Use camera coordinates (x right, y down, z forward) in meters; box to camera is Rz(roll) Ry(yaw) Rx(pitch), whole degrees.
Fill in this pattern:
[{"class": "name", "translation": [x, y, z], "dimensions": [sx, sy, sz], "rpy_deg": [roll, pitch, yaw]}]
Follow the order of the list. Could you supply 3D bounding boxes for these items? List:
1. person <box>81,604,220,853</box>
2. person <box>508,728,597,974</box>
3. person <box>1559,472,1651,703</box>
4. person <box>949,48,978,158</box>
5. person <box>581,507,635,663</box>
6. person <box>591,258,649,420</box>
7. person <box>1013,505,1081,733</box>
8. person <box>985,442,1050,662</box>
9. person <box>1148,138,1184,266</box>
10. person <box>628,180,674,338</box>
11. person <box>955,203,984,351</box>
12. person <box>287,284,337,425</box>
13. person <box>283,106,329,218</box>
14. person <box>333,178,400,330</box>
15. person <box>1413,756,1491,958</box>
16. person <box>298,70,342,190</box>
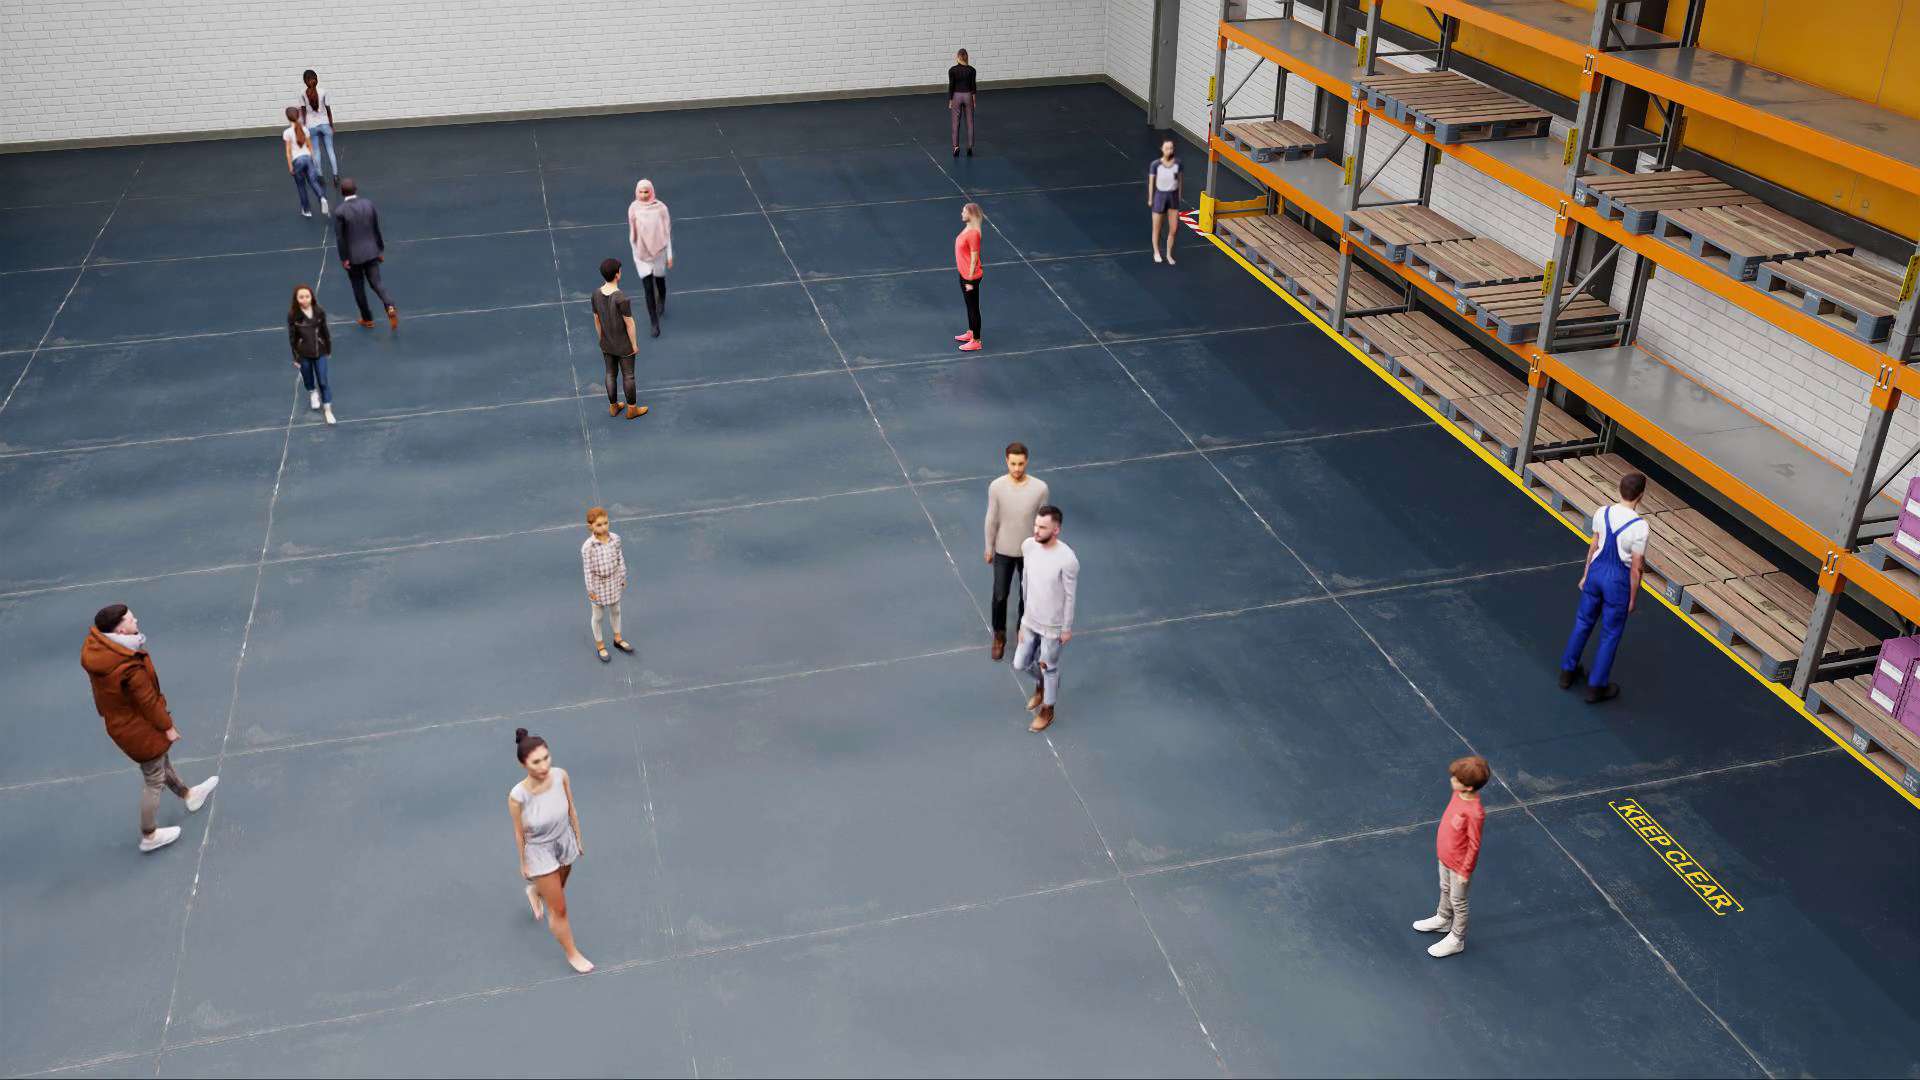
[{"class": "person", "translation": [-5.471, 1.273, 10.959], "dimensions": [1.040, 1.809, 1.079], "rpy_deg": [18, 33, 30]}, {"class": "person", "translation": [-2.549, 1.852, 10.136], "dimensions": [1.076, 1.581, 0.907], "rpy_deg": [24, 36, 36]}, {"class": "person", "translation": [4.921, 0.341, 12.632], "dimensions": [0.766, 1.844, 0.645], "rpy_deg": [-18, 33, -29]}, {"class": "person", "translation": [0.040, -6.815, 25.931], "dimensions": [0.620, 1.672, 0.562], "rpy_deg": [-3, 29, -6]}, {"class": "person", "translation": [-2.830, 0.321, 13.224], "dimensions": [0.616, 1.313, 0.650], "rpy_deg": [-24, 37, -37]}, {"class": "person", "translation": [-3.551, -2.084, 17.210], "dimensions": [0.710, 1.717, 0.749], "rpy_deg": [12, 31, 21]}, {"class": "person", "translation": [0.683, 0.544, 12.273], "dimensions": [0.780, 1.831, 0.867], "rpy_deg": [22, 35, 34]}, {"class": "person", "translation": [0.451, 0.059, 13.126], "dimensions": [0.709, 1.866, 0.635], "rpy_deg": [-1, 29, -2]}, {"class": "person", "translation": [2.633, -4.404, 21.547], "dimensions": [0.638, 1.636, 0.665], "rpy_deg": [-5, 29, -9]}, {"class": "person", "translation": [-3.599, -3.327, 19.428], "dimensions": [0.738, 1.776, 1.161], "rpy_deg": [-3, 29, -6]}, {"class": "person", "translation": [0.125, -3.008, 18.928], "dimensions": [0.674, 1.694, 0.496], "rpy_deg": [-4, 29, -7]}, {"class": "person", "translation": [-6.739, -1.961, 17.254], "dimensions": [0.666, 1.460, 0.978], "rpy_deg": [-13, 31, -22]}, {"class": "person", "translation": [-9.145, -5.254, 23.196], "dimensions": [0.941, 1.551, 0.783], "rpy_deg": [25, 37, 38]}, {"class": "person", "translation": [-6.911, -3.273, 19.302], "dimensions": [0.974, 1.802, 1.123], "rpy_deg": [-24, 36, -36]}, {"class": "person", "translation": [3.065, 1.917, 10.189], "dimensions": [0.605, 1.417, 0.455], "rpy_deg": [-3, 29, -5]}, {"class": "person", "translation": [-9.444, -6.059, 24.493], "dimensions": [0.601, 1.720, 0.565], "rpy_deg": [-12, 31, -21]}]
